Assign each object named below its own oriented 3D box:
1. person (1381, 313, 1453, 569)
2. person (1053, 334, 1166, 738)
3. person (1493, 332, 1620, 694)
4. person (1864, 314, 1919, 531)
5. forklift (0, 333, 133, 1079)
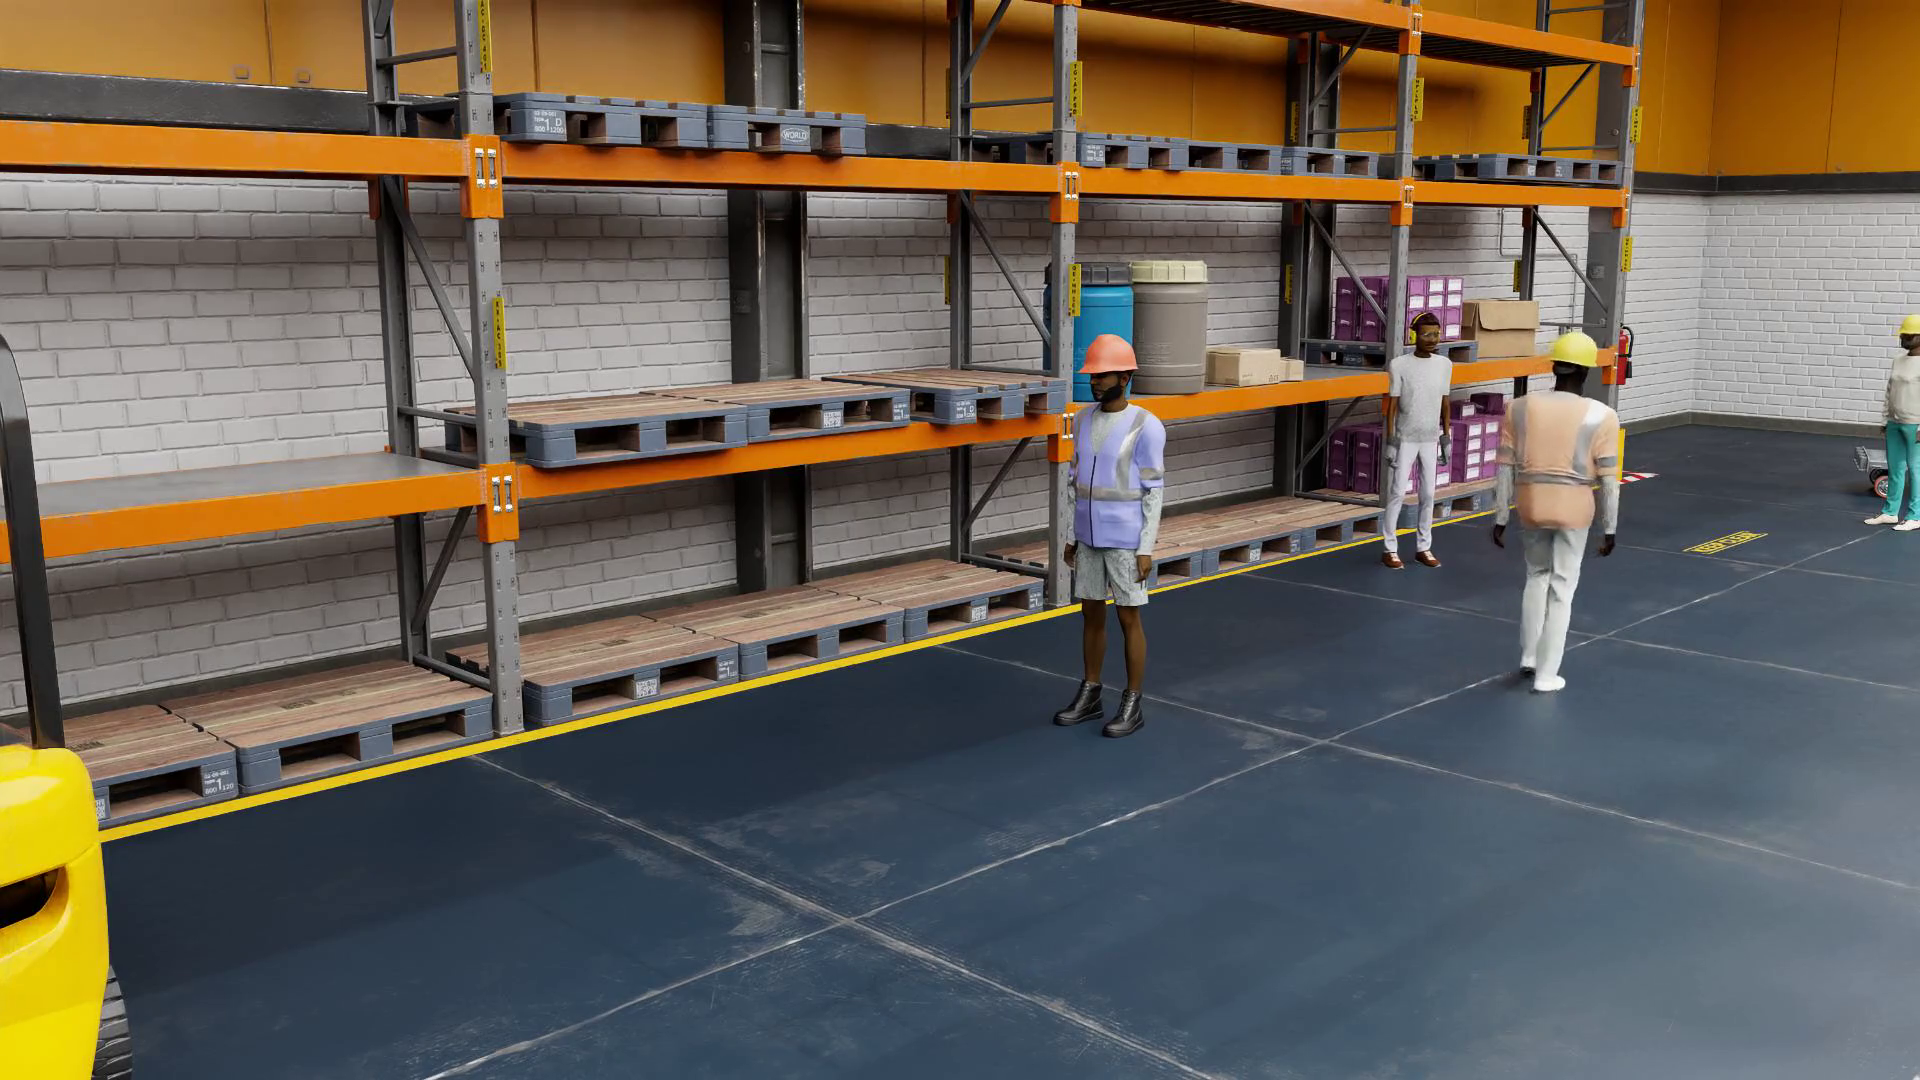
[{"bbox_3d":[3.312,-0.712,12.036,0.505,1.860,0.320,-2,11,-11],"label":"person"},{"bbox_3d":[0.715,-0.019,8.023,0.542,1.939,0.361,10,14,43],"label":"person"},{"bbox_3d":[3.174,-0.143,8.799,0.616,1.901,0.564,8,13,36],"label":"person"},{"bbox_3d":[7.751,-0.960,13.627,0.305,1.771,0.525,-2,11,-9],"label":"person"},{"bbox_3d":[-3.289,0.485,4.582,1.214,2.155,2.313,-10,14,-44],"label":"forklift"}]
